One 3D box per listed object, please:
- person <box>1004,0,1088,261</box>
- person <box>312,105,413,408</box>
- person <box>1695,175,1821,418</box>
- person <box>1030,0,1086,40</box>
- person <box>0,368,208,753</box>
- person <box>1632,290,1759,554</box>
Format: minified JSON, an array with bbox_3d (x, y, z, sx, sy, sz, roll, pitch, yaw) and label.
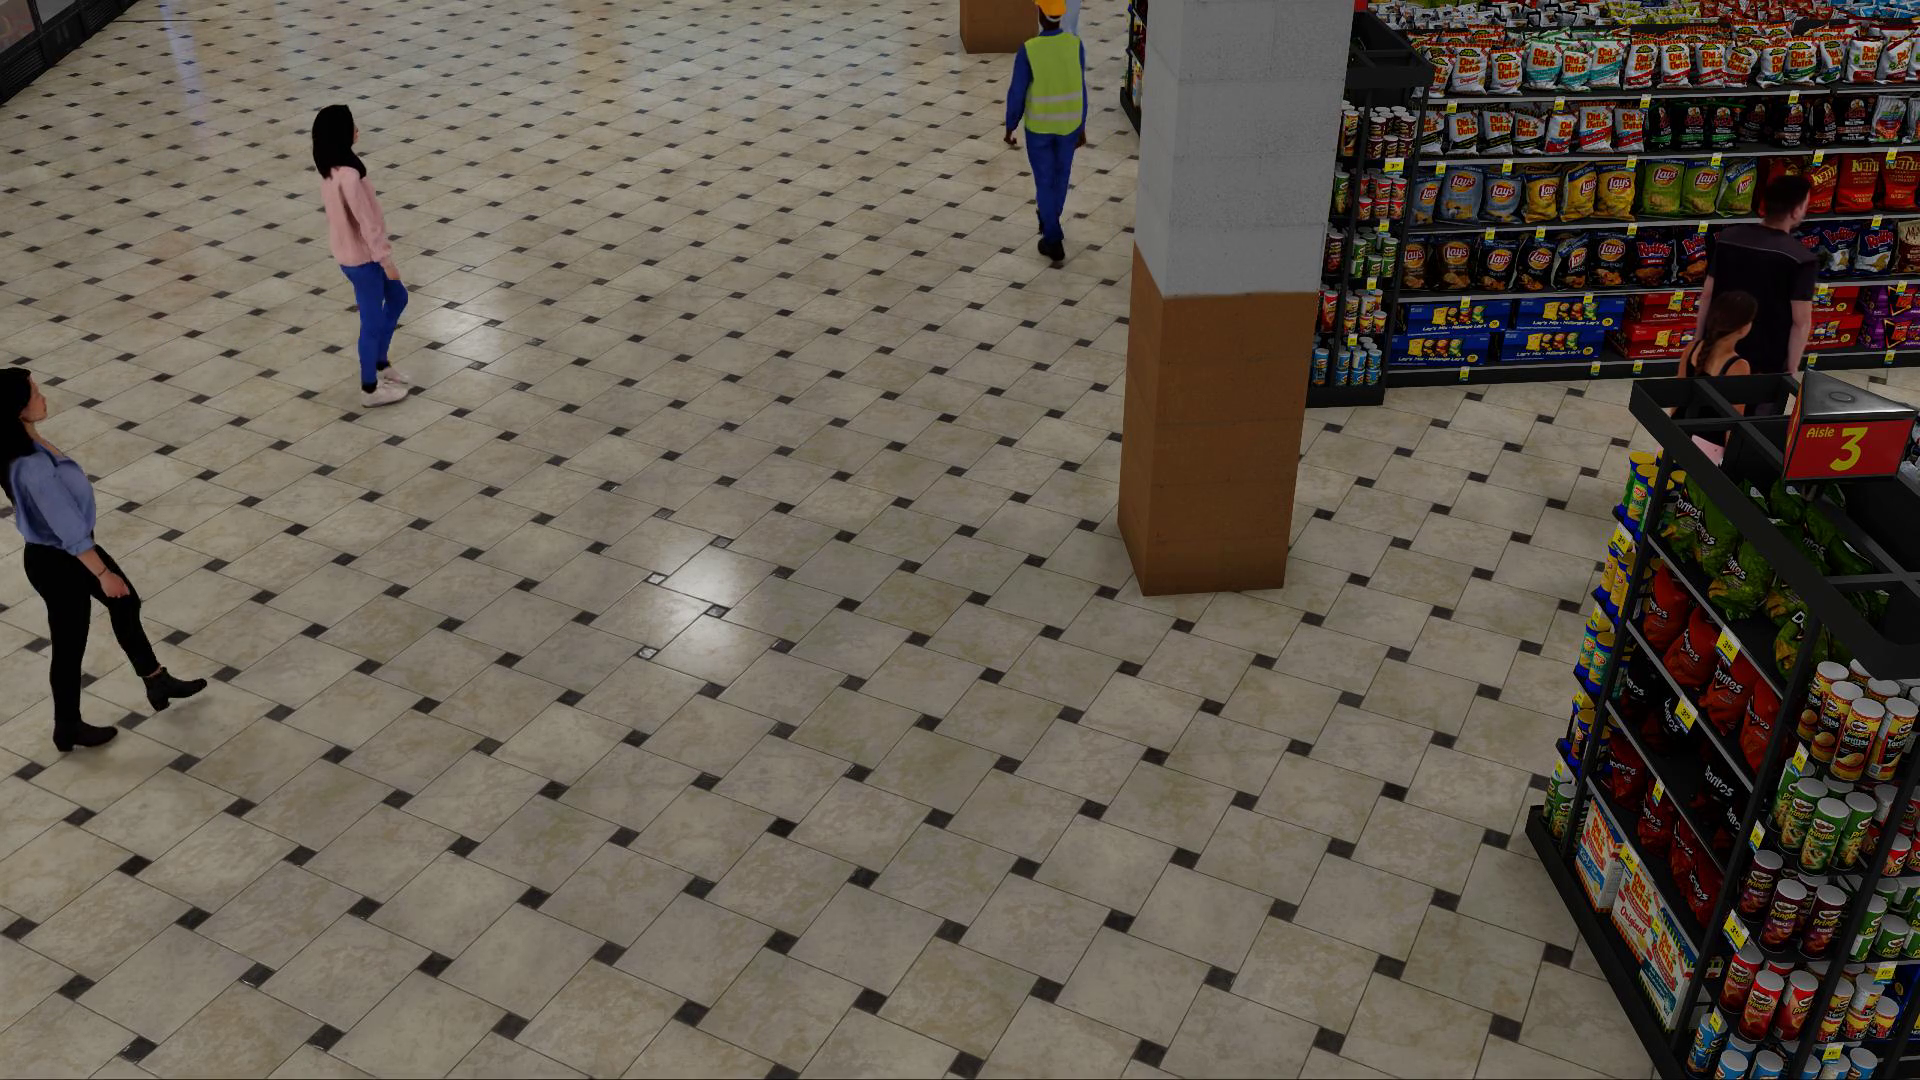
[{"bbox_3d":[0.633,-2.772,11.230,0.994,1.797,0.885,-9,33,-14],"label":"person"},{"bbox_3d":[-3.427,-1.537,9.285,0.741,1.755,0.742,-15,35,-22],"label":"person"},{"bbox_3d":[3.838,-0.893,8.165,0.790,1.844,0.805,-20,37,-29],"label":"person"},{"bbox_3d":[0.928,-4.916,14.632,0.829,1.843,0.911,16,35,24],"label":"person"},{"bbox_3d":[-3.654,0.140,6.620,1.001,1.723,0.893,-19,37,-28],"label":"person"},{"bbox_3d":[3.383,-0.425,7.680,0.622,1.563,0.586,-20,37,-28],"label":"person"}]
